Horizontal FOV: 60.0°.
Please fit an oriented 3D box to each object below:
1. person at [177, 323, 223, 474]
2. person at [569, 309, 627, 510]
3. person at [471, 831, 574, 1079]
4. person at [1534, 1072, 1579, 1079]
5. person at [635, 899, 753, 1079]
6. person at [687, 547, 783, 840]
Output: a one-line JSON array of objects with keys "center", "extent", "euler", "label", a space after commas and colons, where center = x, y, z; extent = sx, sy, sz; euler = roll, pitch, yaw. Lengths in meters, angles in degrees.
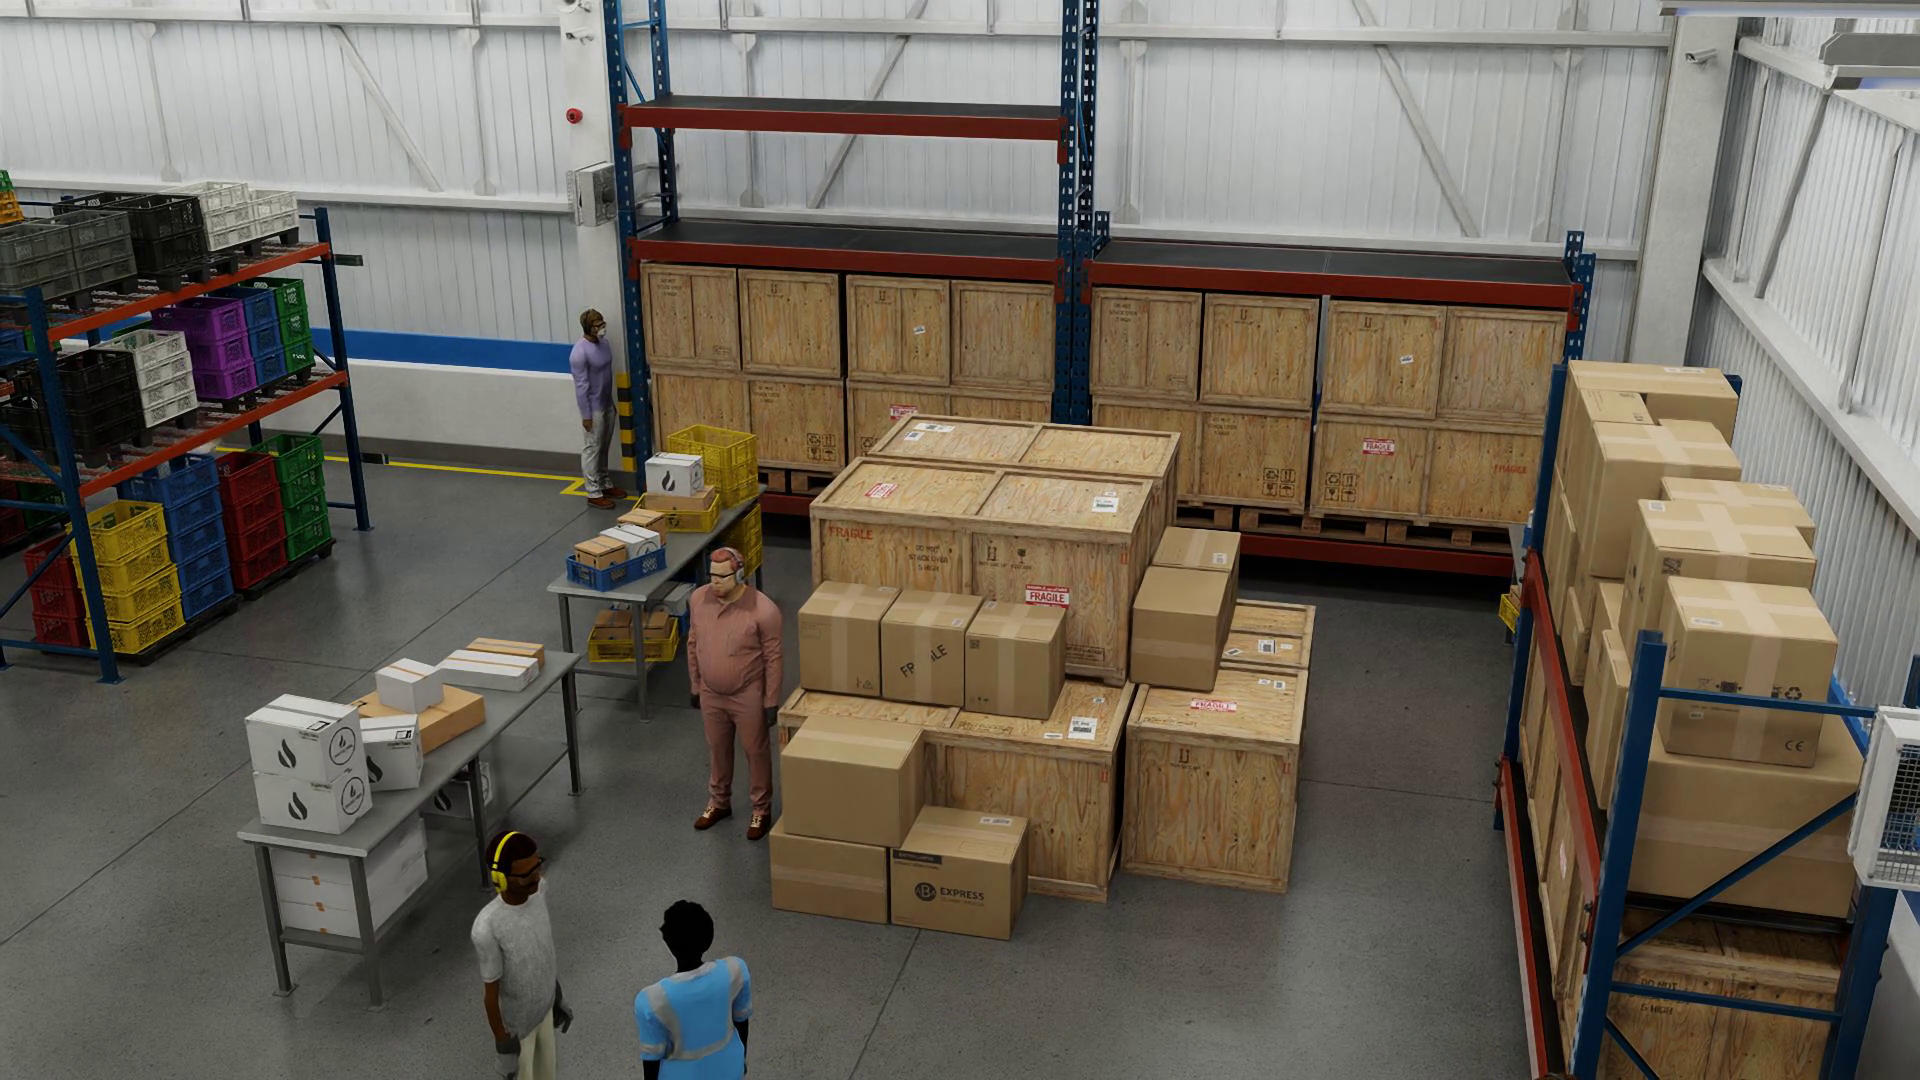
[{"center": [-7.564, -1.348, 16.323], "extent": [0.598, 1.869, 0.493], "euler": [14, 25, 33], "label": "person"}, {"center": [-3.491, -1.274, 16.022], "extent": [0.364, 1.939, 0.636], "euler": [4, 21, 11], "label": "person"}, {"center": [-1.878, 2.104, 7.284], "extent": [0.328, 1.870, 0.511], "euler": [6, 22, 15], "label": "person"}, {"center": [2.005, 2.659, 5.867], "extent": [0.429, 1.842, 0.635], "euler": [-13, 25, -31], "label": "person"}, {"center": [-1.113, 2.278, 7.059], "extent": [0.535, 1.700, 0.318], "euler": [-15, 26, -34], "label": "person"}, {"center": [-1.405, 0.941, 10.270], "extent": [0.638, 1.911, 0.402], "euler": [9, 23, 22], "label": "person"}]
